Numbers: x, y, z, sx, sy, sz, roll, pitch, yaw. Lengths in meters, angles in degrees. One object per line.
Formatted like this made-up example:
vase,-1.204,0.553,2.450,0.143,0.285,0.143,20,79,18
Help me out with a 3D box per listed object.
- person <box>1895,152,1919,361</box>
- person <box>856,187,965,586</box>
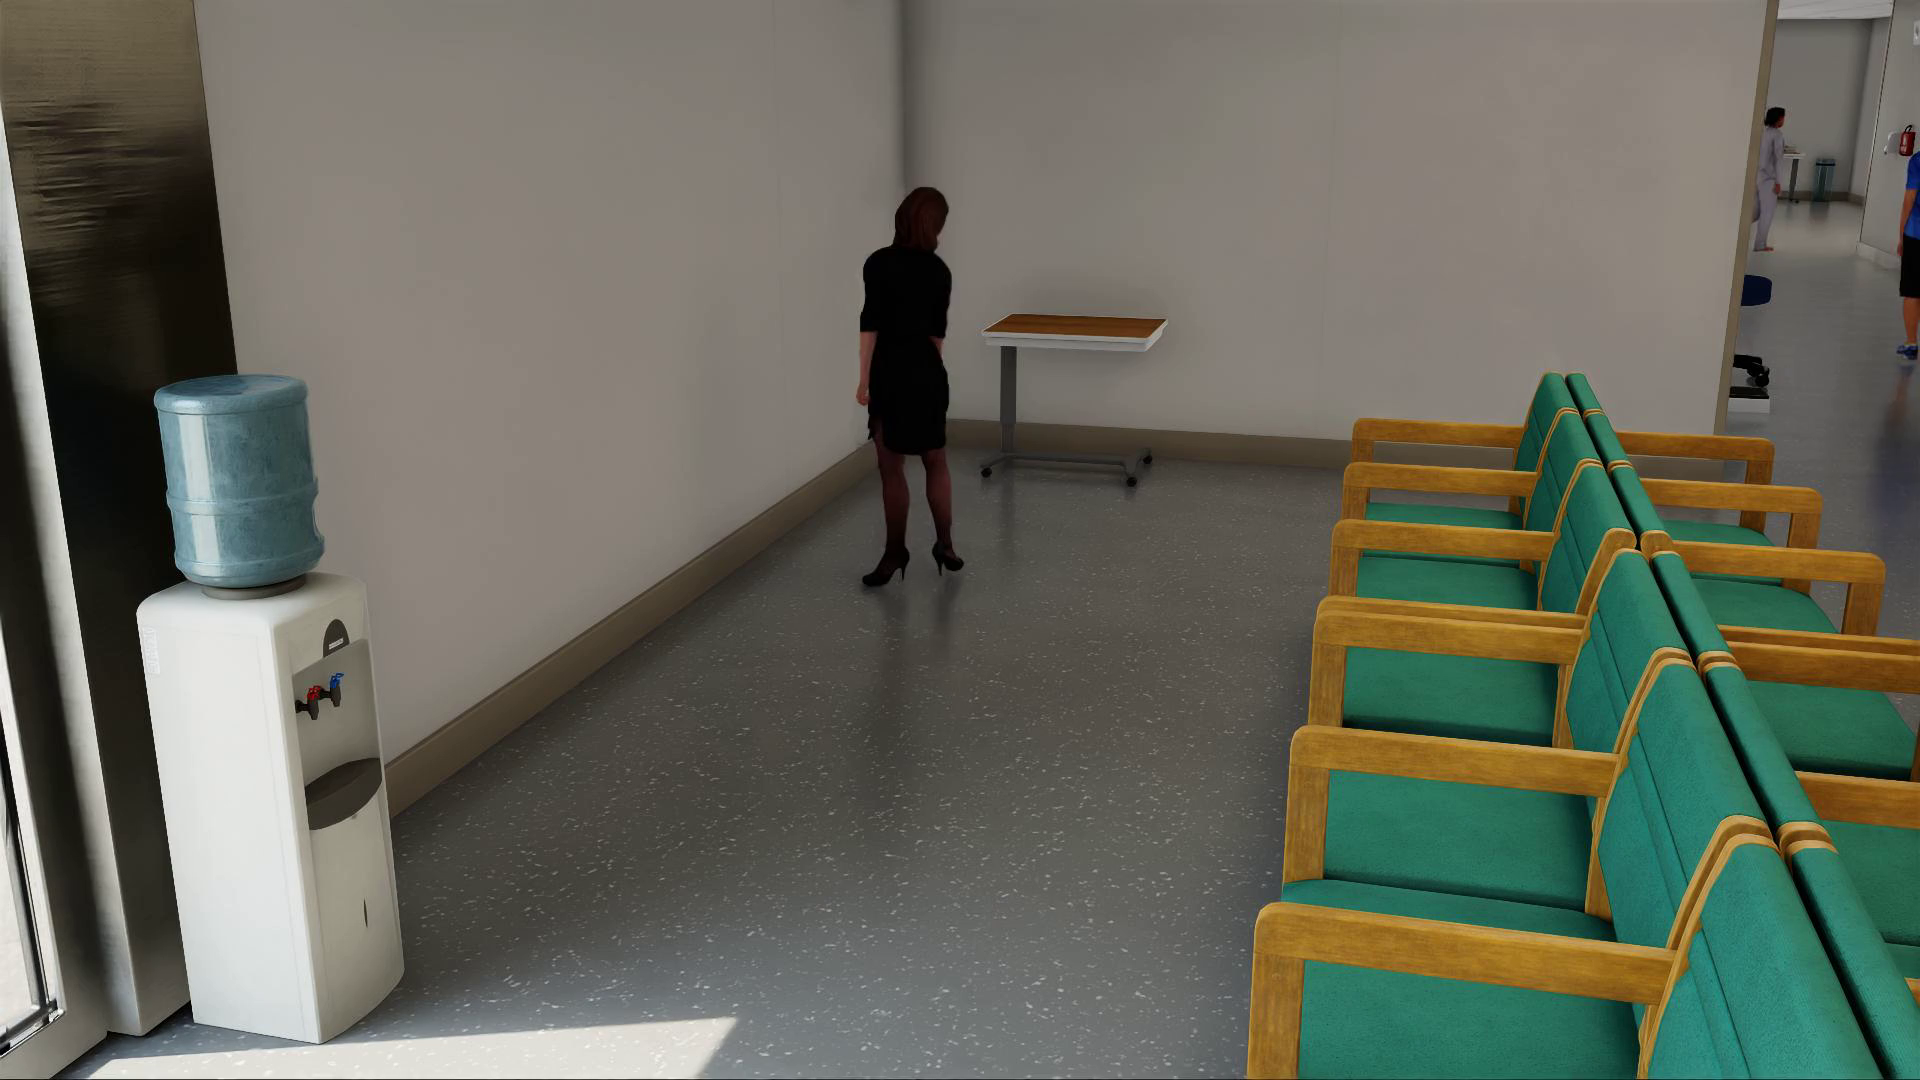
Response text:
person,7.289,-2.244,12.443,0.849,1.848,0.697,4,16,13
person,-0.258,-0.632,7.045,0.742,1.674,0.726,11,19,34
